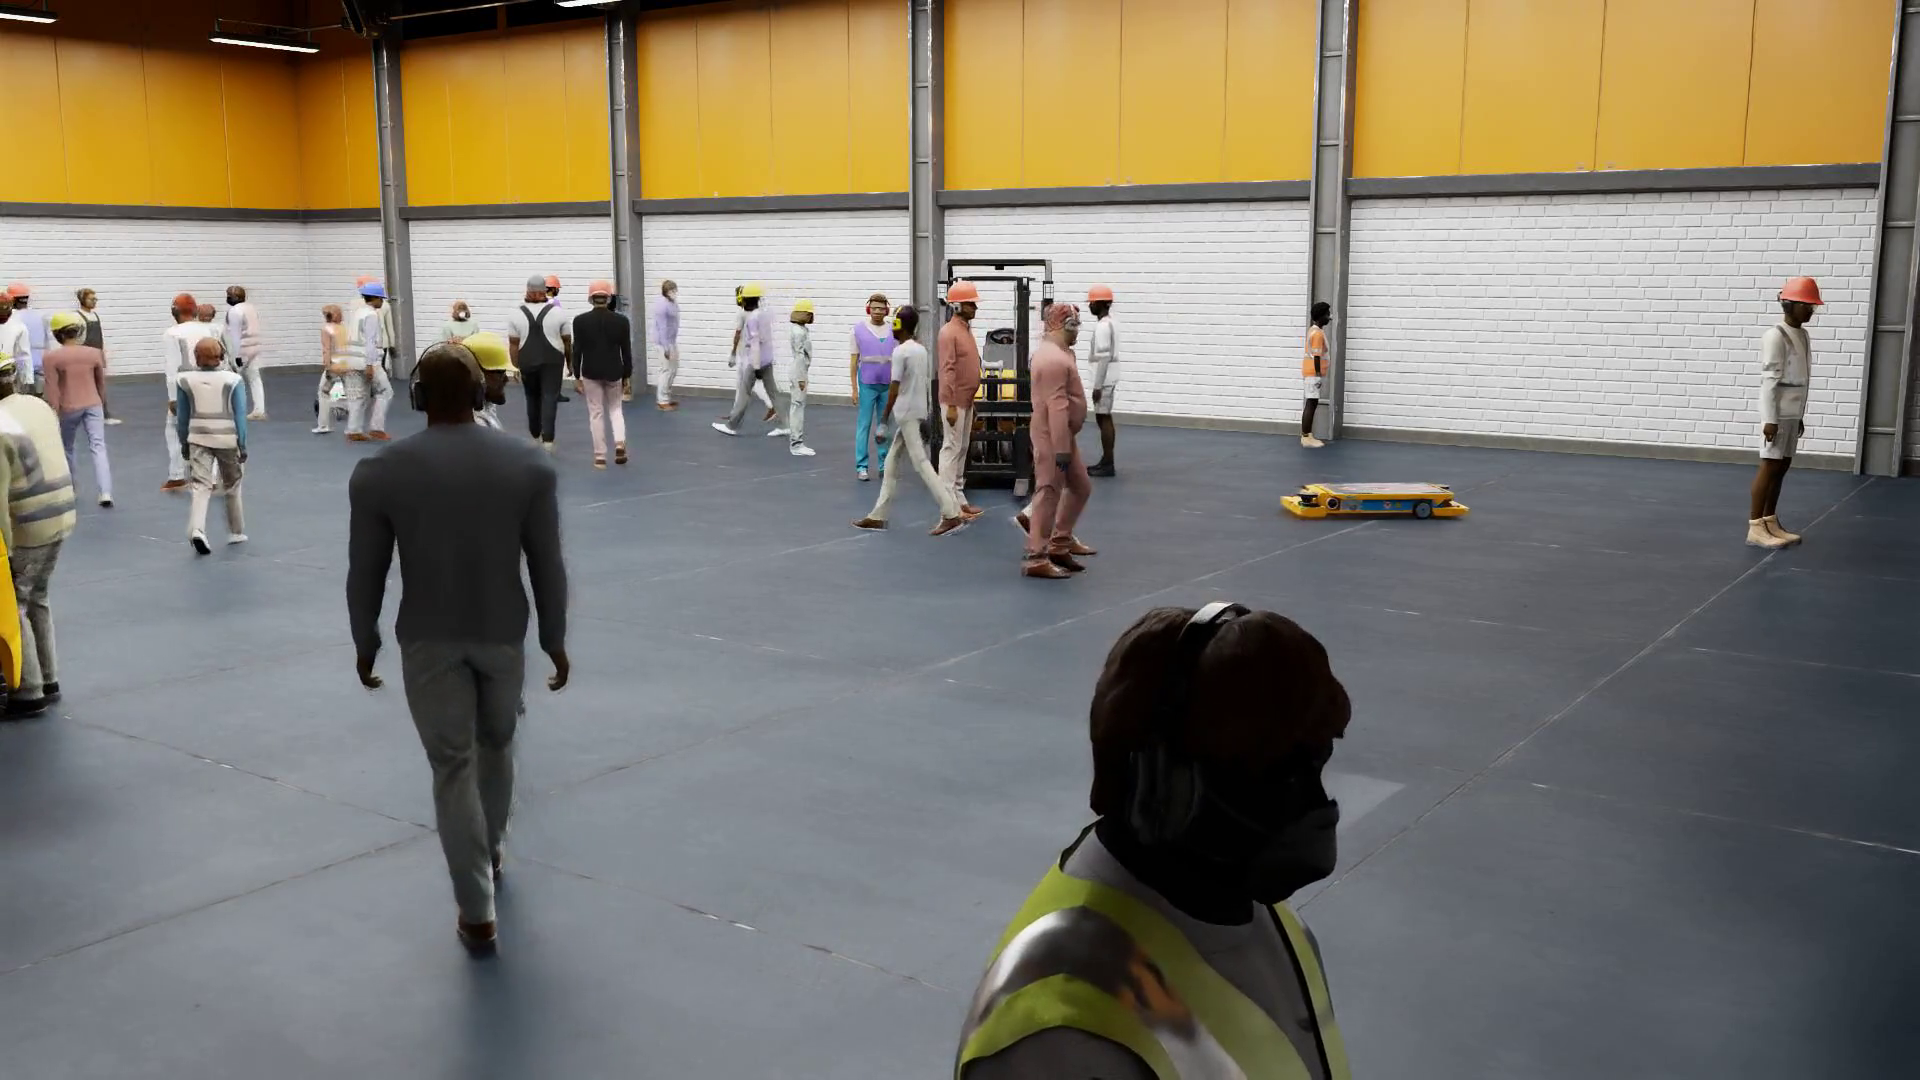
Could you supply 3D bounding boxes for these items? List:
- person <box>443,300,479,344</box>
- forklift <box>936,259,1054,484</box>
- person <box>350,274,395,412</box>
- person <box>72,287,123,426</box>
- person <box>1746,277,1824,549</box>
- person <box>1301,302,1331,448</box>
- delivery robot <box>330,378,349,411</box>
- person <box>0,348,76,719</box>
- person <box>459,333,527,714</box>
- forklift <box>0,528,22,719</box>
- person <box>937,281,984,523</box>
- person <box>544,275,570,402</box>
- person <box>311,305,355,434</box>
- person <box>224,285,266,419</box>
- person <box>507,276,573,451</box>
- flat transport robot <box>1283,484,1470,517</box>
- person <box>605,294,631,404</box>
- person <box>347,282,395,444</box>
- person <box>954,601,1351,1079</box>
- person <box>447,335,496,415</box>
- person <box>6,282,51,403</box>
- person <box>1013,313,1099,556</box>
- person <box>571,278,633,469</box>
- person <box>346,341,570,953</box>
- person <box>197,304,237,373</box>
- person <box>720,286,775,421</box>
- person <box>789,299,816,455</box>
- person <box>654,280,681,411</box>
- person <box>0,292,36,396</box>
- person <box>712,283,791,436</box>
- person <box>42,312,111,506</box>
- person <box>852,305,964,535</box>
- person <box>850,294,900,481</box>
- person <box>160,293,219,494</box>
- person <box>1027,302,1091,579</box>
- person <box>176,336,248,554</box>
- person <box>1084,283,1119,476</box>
[{"bbox_3d":[-6.978,-2.552,23.313,0.507,1.613,0.658,-6,11,-33],"label":"person"},{"bbox_3d":[0.370,-1.738,16.759,1.214,2.155,2.313,1,10,3],"label":"forklift"},{"bbox_3d":[-8.314,-2.769,23.585,0.612,1.974,0.665,9,13,43],"label":"person"},{"bbox_3d":[-11.467,-2.398,21.809,0.800,1.820,0.525,1,10,4],"label":"person"},{"bbox_3d":[6.250,-0.956,12.557,0.613,2.039,0.393,-9,13,-44],"label":"person"},{"bbox_3d":[4.129,-1.913,19.312,0.321,1.690,0.529,1,10,8],"label":"person"},{"bbox_3d":[-8.484,-1.971,22.741,0.477,0.478,0.707,-8,12,-38],"label":"delivery robot"},{"bbox_3d":[-4.439,-0.043,7.834,0.471,1.799,0.640,0,10,-2],"label":"person"},{"bbox_3d":[-2.273,-0.072,7.945,0.403,1.825,0.589,-4,10,-21],"label":"person"},{"bbox_3d":[-5.296,-0.090,6.943,1.214,2.155,2.313,7,12,35],"label":"forklift"},{"bbox_3d":[0.005,-1.151,13.853,0.379,1.996,0.609,3,10,16],"label":"person"},{"bbox_3d":[-6.254,-3.084,25.539,0.550,1.935,0.376,9,13,41],"label":"person"},{"bbox_3d":[-7.782,-2.106,20.661,0.719,1.614,0.516,4,10,24],"label":"person"},{"bbox_3d":[-9.803,-2.533,22.577,0.696,1.823,0.622,1,10,8],"label":"person"},{"bbox_3d":[-4.804,-2.063,19.150,0.692,2.000,1.028,-1,10,-3],"label":"person"},{"bbox_3d":[3.539,-0.348,14.193,1.431,0.197,0.652,0,10,-3],"label":"flat transport robot"},{"bbox_3d":[-5.225,-2.871,25.072,0.571,1.670,0.544,-4,10,-22],"label":"person"},{"bbox_3d":[-6.990,-2.083,19.669,0.619,1.903,0.658,-6,11,-33],"label":"person"},{"bbox_3d":[0.224,0.965,1.716,0.429,1.839,0.633,3,10,20],"label":"person"},{"bbox_3d":[-3.534,-0.642,11.894,0.499,1.634,0.279,5,11,25],"label":"person"},{"bbox_3d":[-10.851,-2.049,19.422,0.530,1.920,0.569,6,11,30],"label":"person"},{"bbox_3d":[0.715,-0.800,12.204,0.604,1.842,0.548,3,10,16],"label":"person"},{"bbox_3d":[-3.716,-1.723,17.279,0.611,1.982,0.474,-4,10,-23],"label":"person"},{"bbox_3d":[-1.655,0.307,5.447,0.661,1.897,0.958,-4,11,-25],"label":"person"},{"bbox_3d":[-9.494,-2.187,21.161,0.536,1.617,0.667,0,10,2],"label":"person"},{"bbox_3d":[-2.831,-2.513,22.474,0.858,1.839,0.517,2,10,14],"label":"person"},{"bbox_3d":[-1.761,-1.822,18.605,0.312,1.741,0.487,-1,10,-6],"label":"person"},{"bbox_3d":[-4.207,-2.802,23.993,0.438,1.895,0.711,1,10,8],"label":"person"},{"bbox_3d":[-10.242,-1.719,17.771,0.908,1.810,0.590,7,12,37],"label":"person"},{"bbox_3d":[-2.541,-2.202,20.431,0.991,1.880,0.589,3,10,15],"label":"person"},{"bbox_3d":[-7.818,-1.158,14.740,0.531,1.713,0.939,-9,13,-44],"label":"person"},{"bbox_3d":[-0.392,-0.941,13.173,0.968,1.820,0.577,3,10,18],"label":"person"},{"bbox_3d":[-0.822,-1.509,16.440,0.564,1.841,0.391,-5,11,-27],"label":"person"},{"bbox_3d":[-7.182,-1.354,15.454,0.717,1.859,0.582,6,11,30],"label":"person"},{"bbox_3d":[0.705,-0.678,11.365,0.559,1.880,0.700,0,10,3],"label":"person"},{"bbox_3d":[-5.588,-0.713,12.411,0.523,1.608,0.811,-1,10,-7],"label":"person"},{"bbox_3d":[1.410,-1.603,16.718,0.369,1.935,0.550,2,10,13],"label":"person"}]
